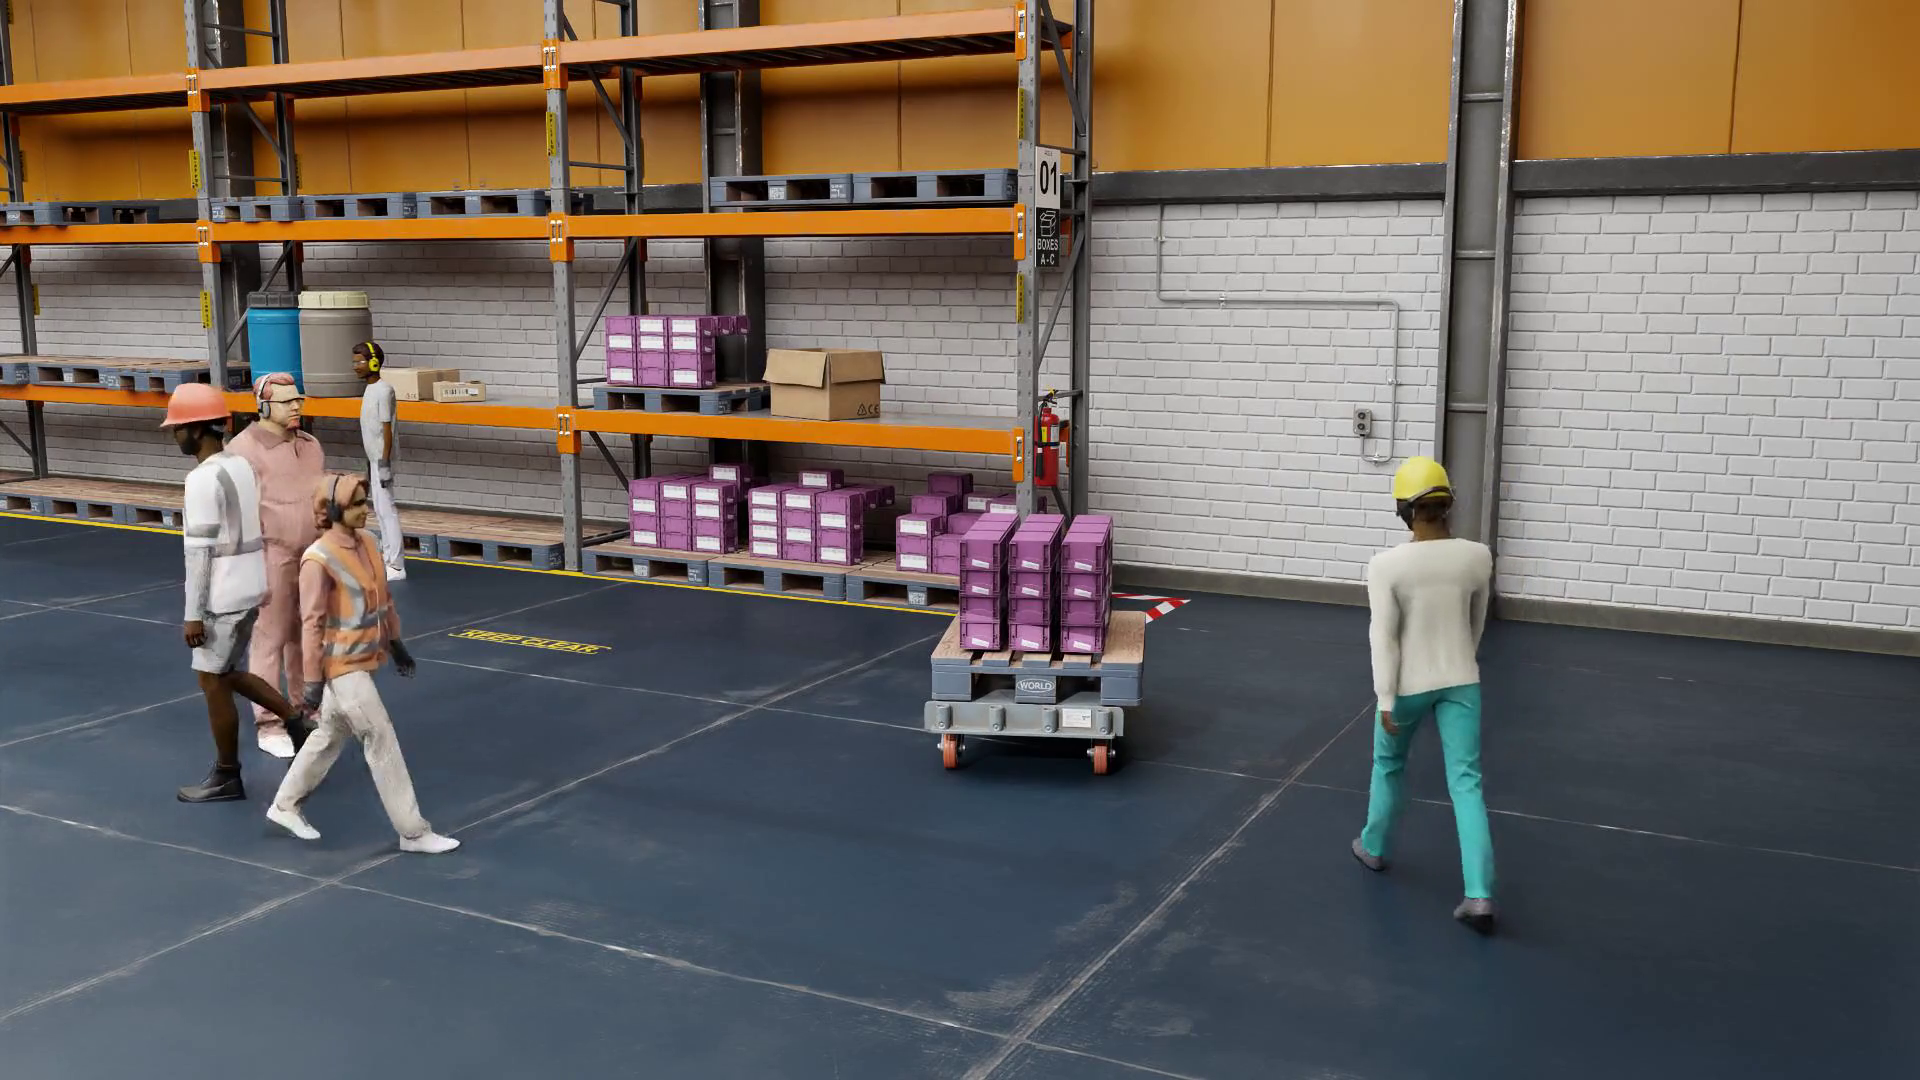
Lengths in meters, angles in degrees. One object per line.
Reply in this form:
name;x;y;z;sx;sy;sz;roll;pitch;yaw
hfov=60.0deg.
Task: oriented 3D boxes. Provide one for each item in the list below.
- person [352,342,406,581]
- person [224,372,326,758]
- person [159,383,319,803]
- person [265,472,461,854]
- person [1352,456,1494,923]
person;-4.524;-0.605;12.941;0.327;1.862;0.513;-6;11;-32
person;-3.365;0.115;8.351;0.408;1.909;0.642;3;10;17
person;-3.274;0.247;7.528;0.582;1.916;0.549;-1;9;-6
person;-2.548;0.506;6.891;0.876;1.598;0.514;0;9;3
person;1.781;0.546;6.305;0.510;1.715;0.948;-1;9;-4
